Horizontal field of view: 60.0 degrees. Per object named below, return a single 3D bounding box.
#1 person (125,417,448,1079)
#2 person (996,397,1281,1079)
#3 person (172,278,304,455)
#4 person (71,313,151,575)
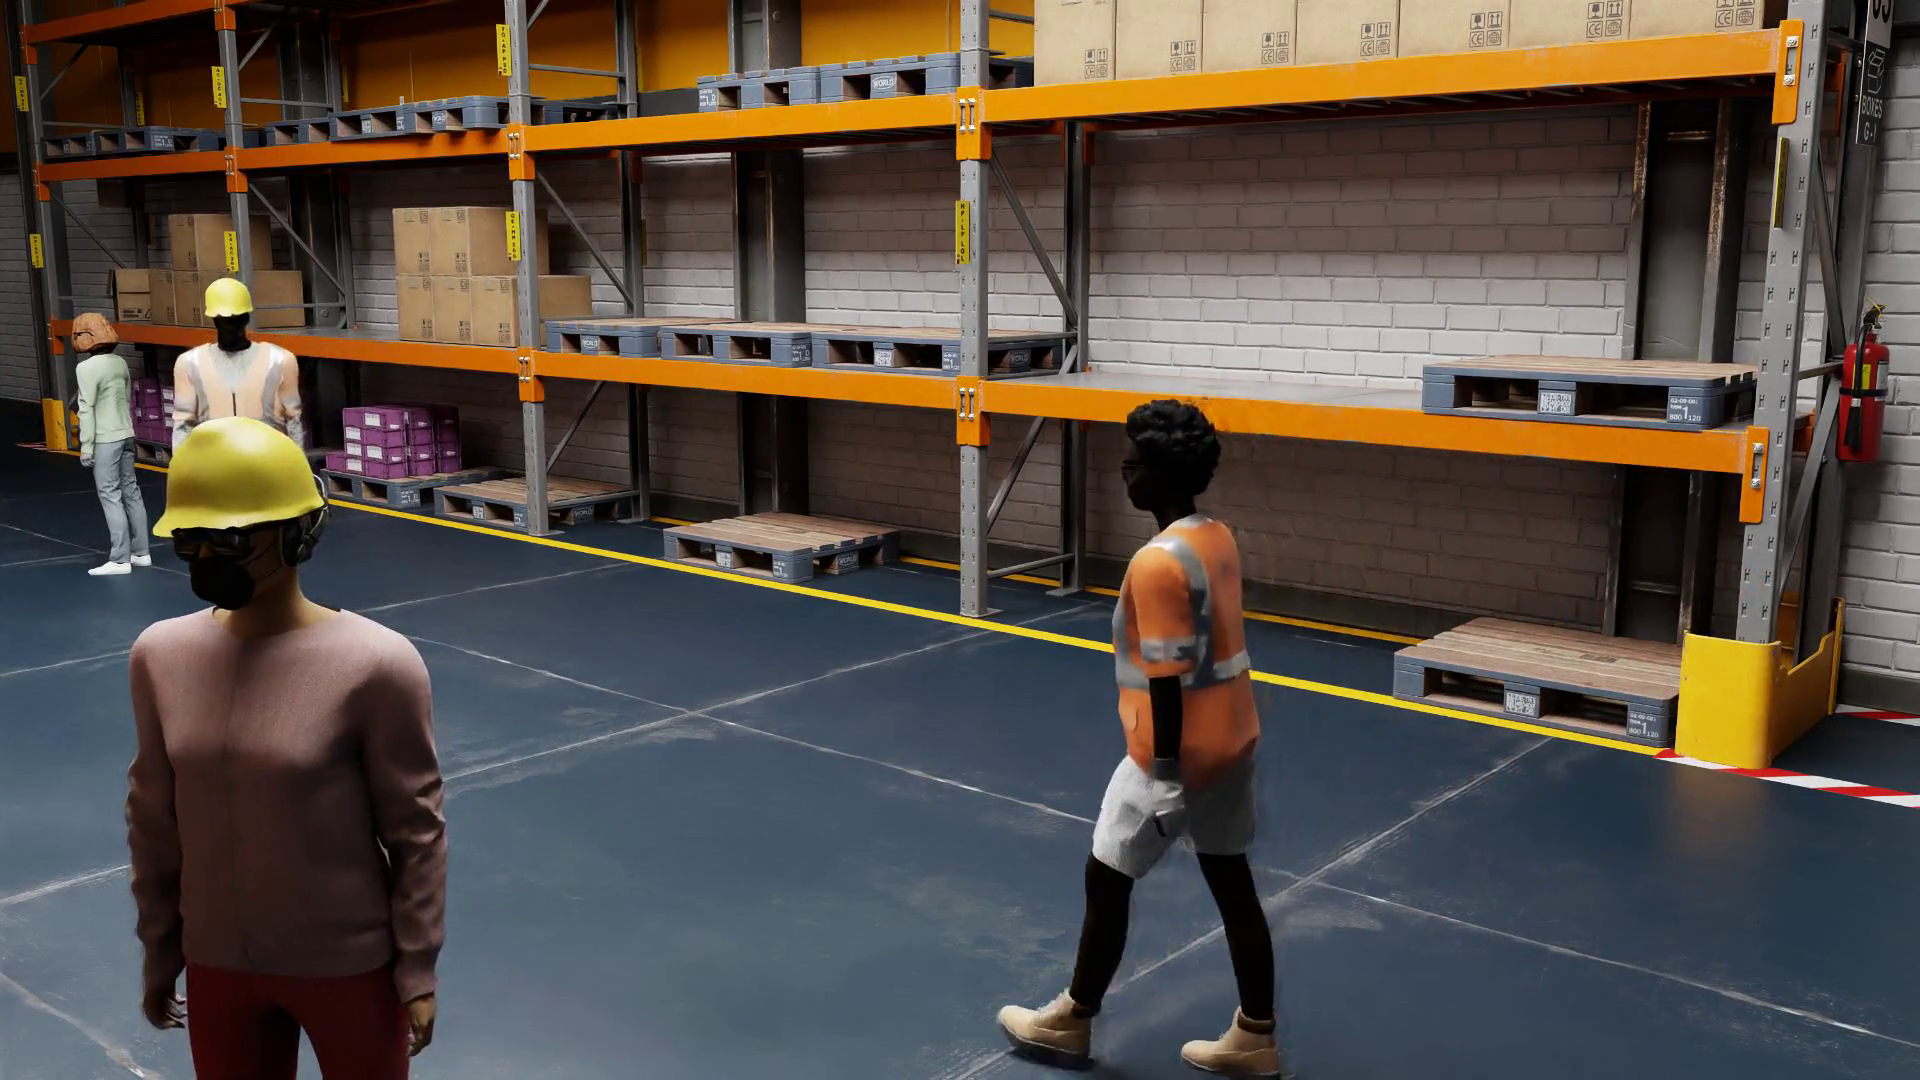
[{"bbox_3d":[-1.089,0.680,2.688,0.529,1.767,0.329,2,10,9],"label":"person"},{"bbox_3d":[0.438,0.493,4.035,0.800,1.663,0.556,5,11,28],"label":"person"},{"bbox_3d":[-3.664,-0.392,8.482,0.605,1.882,0.990,-2,10,-11],"label":"person"},{"bbox_3d":[-5.322,-0.599,10.383,0.287,1.625,0.496,0,10,0],"label":"person"}]
